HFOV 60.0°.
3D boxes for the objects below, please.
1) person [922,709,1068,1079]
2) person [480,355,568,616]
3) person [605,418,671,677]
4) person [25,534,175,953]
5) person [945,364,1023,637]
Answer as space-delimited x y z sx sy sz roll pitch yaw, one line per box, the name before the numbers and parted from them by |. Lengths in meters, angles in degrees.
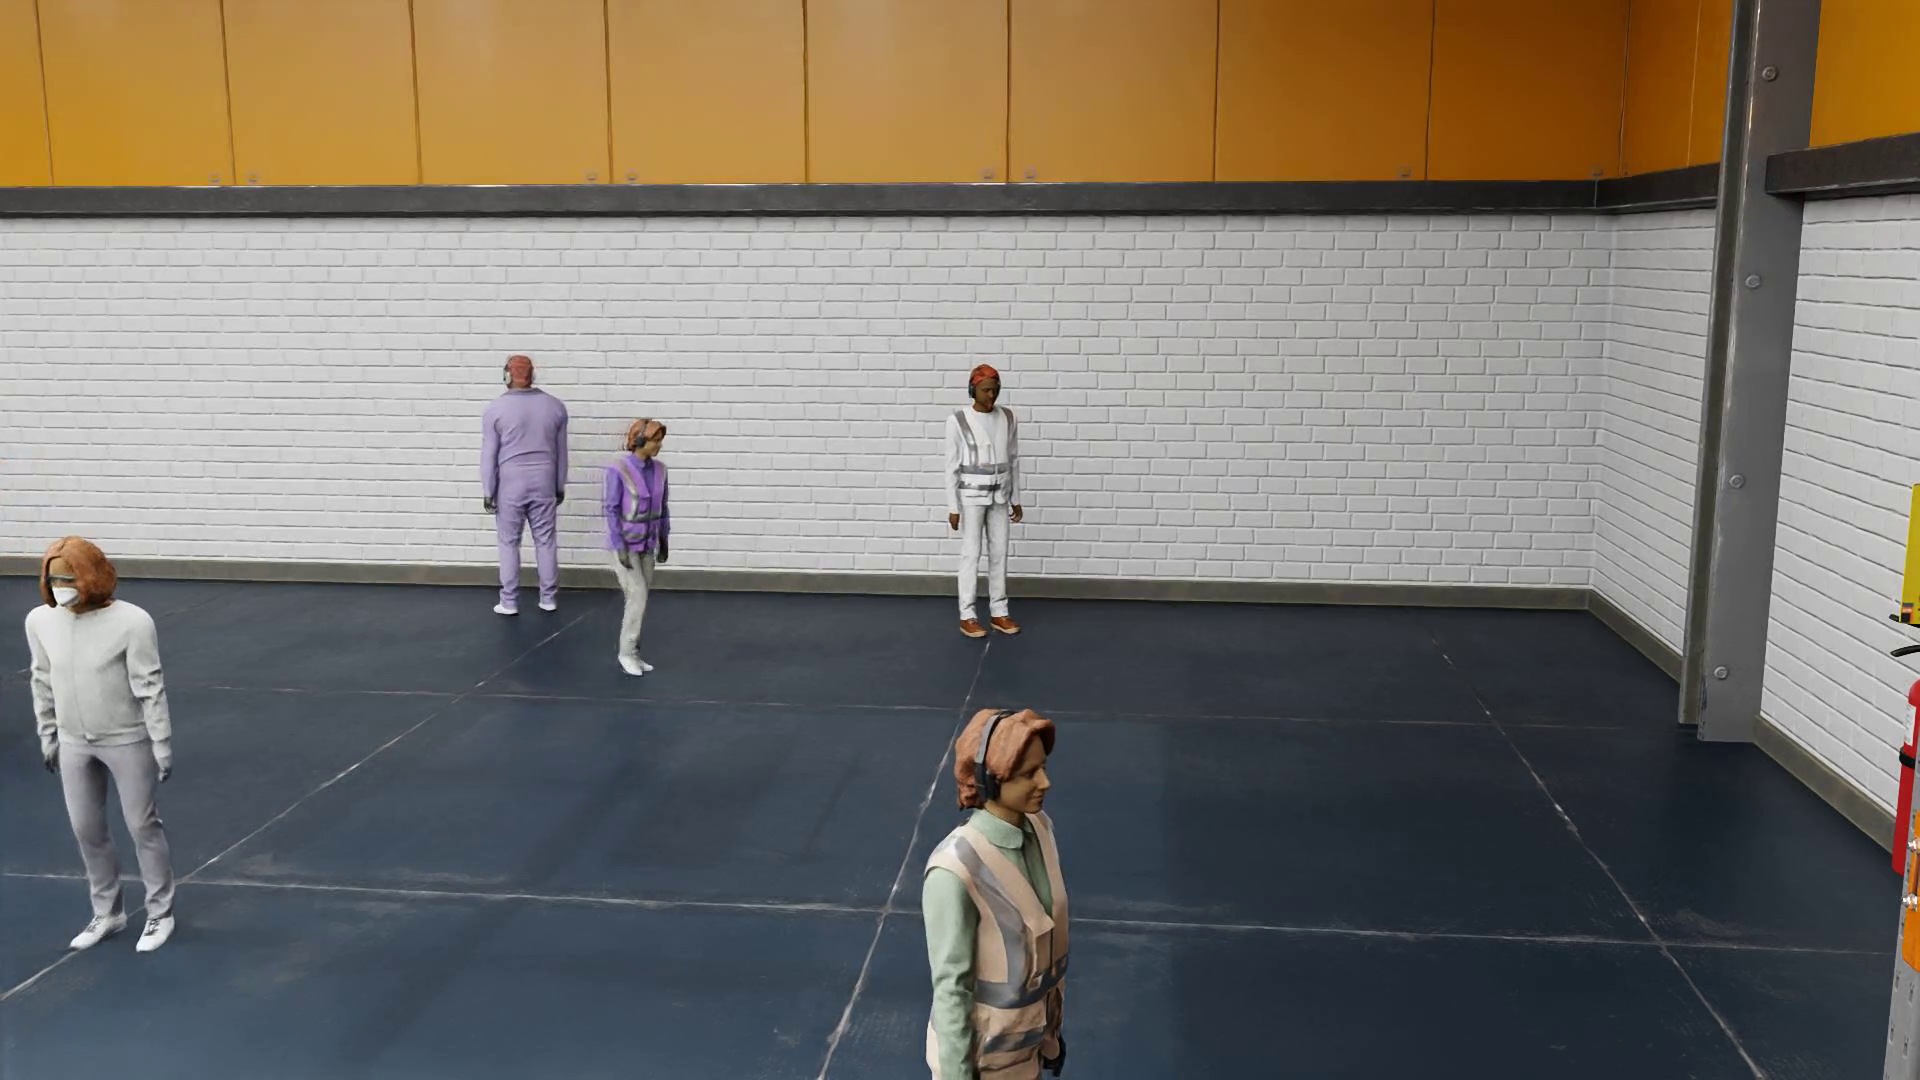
person | 0.085 1.180 3.796 0.311 1.642 0.512 5 11 27
person | -3.169 -0.394 12.085 0.652 1.900 0.405 -7 12 -33
person | -1.999 0.048 10.343 0.446 1.609 0.541 6 12 31
person | -3.207 0.767 6.231 0.528 1.619 0.349 1 10 3
person | 0.162 -0.269 11.428 0.587 1.877 0.353 -6 12 -32
